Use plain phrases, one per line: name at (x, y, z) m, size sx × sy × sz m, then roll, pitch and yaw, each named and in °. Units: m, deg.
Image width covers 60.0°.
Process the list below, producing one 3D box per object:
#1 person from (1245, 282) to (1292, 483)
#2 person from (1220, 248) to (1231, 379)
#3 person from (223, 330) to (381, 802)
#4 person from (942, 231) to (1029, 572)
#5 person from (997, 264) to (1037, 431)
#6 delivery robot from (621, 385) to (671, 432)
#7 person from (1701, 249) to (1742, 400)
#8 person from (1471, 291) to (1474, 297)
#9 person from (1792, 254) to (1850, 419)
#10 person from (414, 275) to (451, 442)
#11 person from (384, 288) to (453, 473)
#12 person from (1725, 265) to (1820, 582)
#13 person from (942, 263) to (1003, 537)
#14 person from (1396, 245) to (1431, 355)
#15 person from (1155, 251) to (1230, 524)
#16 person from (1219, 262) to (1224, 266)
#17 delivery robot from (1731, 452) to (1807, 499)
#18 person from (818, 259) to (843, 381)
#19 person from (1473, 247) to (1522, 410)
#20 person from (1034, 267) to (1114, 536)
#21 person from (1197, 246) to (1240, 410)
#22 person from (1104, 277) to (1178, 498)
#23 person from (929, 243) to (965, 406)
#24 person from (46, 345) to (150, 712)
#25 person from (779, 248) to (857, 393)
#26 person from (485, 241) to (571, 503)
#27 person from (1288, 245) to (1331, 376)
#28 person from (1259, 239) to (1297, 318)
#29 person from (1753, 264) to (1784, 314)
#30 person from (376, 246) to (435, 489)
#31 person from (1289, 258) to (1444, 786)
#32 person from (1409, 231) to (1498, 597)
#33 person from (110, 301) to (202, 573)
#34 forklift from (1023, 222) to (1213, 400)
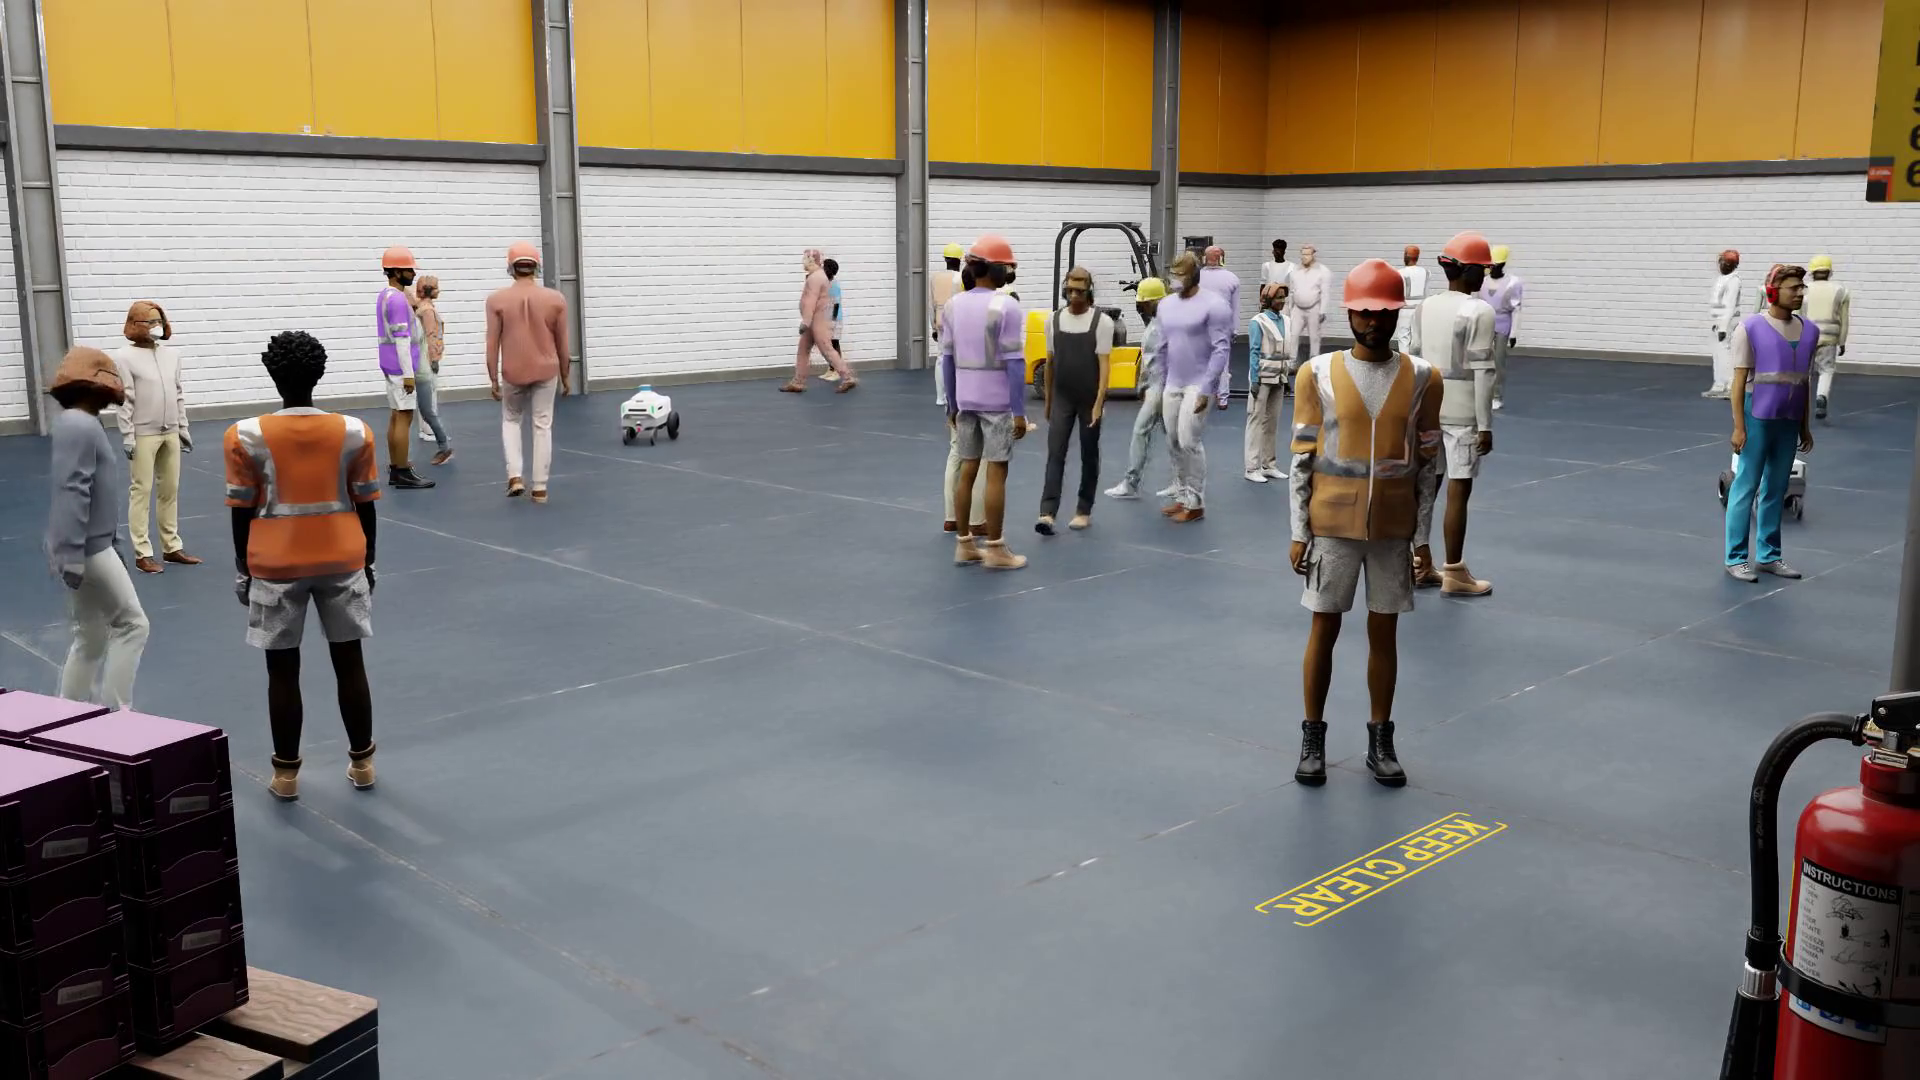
person at (2.554, -1.301, 13.727) m, size 0.515 × 1.641 × 0.315 m, roll -10°, pitch 14°, yaw -42°
person at (3.624, -3.207, 23.570) m, size 0.429 × 1.846 × 0.631 m, roll -4°, pitch 11°, yaw -23°
person at (-2.342, 0.096, 5.985) m, size 0.530 × 1.688 × 0.321 m, roll -7°, pitch 12°, yaw -33°
person at (0.177, -0.832, 10.076) m, size 0.614 × 2.041 × 0.389 m, roll 10°, pitch 14°, yaw 43°
person at (0.356, -1.993, 17.054) m, size 0.870 × 1.818 × 0.621 m, roll -7°, pitch 12°, yaw -33°
delivery robot at (-3.078, -1.281, 16.328) m, size 0.477 × 0.478 × 0.707 m, roll 1°, pitch 10°, yaw 4°
person at (9.492, -2.660, 20.599) m, size 0.376 × 1.853 × 0.674 m, roll 2°, pitch 11°, yaw 13°
person at (7.795, -3.481, 25.280) m, size 0.525 × 1.769 × 0.310 m, roll 7°, pitch 13°, yaw 34°
person at (9.263, -2.174, 17.981) m, size 0.598 × 1.822 × 0.542 m, roll 5°, pitch 11°, yaw 25°
person at (-5.225, -1.780, 16.370) m, size 0.312 × 1.633 × 0.519 m, roll -5°, pitch 11°, yaw -25°
person at (-4.702, -1.394, 14.404) m, size 0.471 × 1.578 × 0.774 m, roll 8°, pitch 13°, yaw 37°
person at (4.767, -0.685, 9.798) m, size 0.565 × 1.850 × 0.390 m, roll -4°, pitch 11°, yaw -19°
person at (0.085, -0.946, 11.234) m, size 0.500 × 1.854 × 0.327 m, roll 8°, pitch 13°, yaw 39°
person at (6.112, -3.052, 22.610) m, size 0.584 × 1.883 × 0.345 m, roll -5°, pitch 12°, yaw -26°
person at (1.638, -1.063, 11.730) m, size 0.529 × 1.902 × 0.653 m, roll -8°, pitch 13°, yaw -37°
person at (3.482, -3.078, 23.086) m, size 0.327 × 1.765 × 0.528 m, roll -2°, pitch 11°, yaw -12°
delivery robot at (5.900, -0.512, 12.137) m, size 0.477 × 0.478 × 0.707 m, roll 2°, pitch 11°, yaw 9°
person at (-1.799, -3.057, 23.148) m, size 0.318 × 1.700 × 0.535 m, roll -4°, pitch 11°, yaw -20°
person at (6.112, -2.411, 19.111) m, size 0.606 × 1.876 × 0.931 m, roll 8°, pitch 13°, yaw 38°
person at (0.756, -0.912, 11.165) m, size 0.505 × 1.801 × 0.918 m, roll 3°, pitch 11°, yaw 17°
person at (2.923, -2.458, 19.338) m, size 0.639 × 1.900 × 0.401 m, roll 0°, pitch 10°, yaw 1°
person at (1.433, -1.146, 12.708) m, size 0.799 × 1.691 × 0.550 m, roll 0°, pitch 10°, yaw 0°
person at (-0.100, -2.537, 19.685) m, size 0.585 × 1.928 × 0.379 m, roll 8°, pitch 13°, yaw 39°
person at (-3.345, 0.055, 6.433) m, size 0.461 × 1.596 × 0.570 m, roll -7°, pitch 13°, yaw -34°
person at (-1.808, -2.807, 21.356) m, size 0.986 × 1.863 × 0.650 m, roll -1°, pitch 10°, yaw -6°
person at (-3.265, -1.268, 12.623) m, size 0.629 × 1.976 × 0.461 m, roll -3°, pitch 11°, yaw -16°
person at (4.947, -3.273, 23.856) m, size 0.648 × 1.878 × 0.846 m, roll 6°, pitch 12°, yaw 30°
person at (5.044, -3.784, 26.400) m, size 0.600 × 1.959 × 0.375 m, roll 4°, pitch 11°, yaw 20°
person at (11.057, -2.924, 22.592) m, size 0.524 × 1.636 × 0.308 m, roll 6°, pitch 12°, yaw 28°
person at (-4.461, -1.379, 13.345) m, size 0.356 × 1.936 × 0.551 m, roll -6°, pitch 12°, yaw -28°
person at (1.482, -0.053, 6.114) m, size 0.544 × 1.939 × 0.354 m, roll 1°, pitch 10°, yaw 4°
person at (2.794, -0.705, 9.380) m, size 0.396 × 2.042 × 0.610 m, roll -5°, pitch 11°, yaw -25°
person at (-4.873, -0.626, 10.070) m, size 0.286 × 1.633 × 0.499 m, roll 4°, pitch 11°, yaw 20°
forklift at (1.935, -2.847, 20.651) m, size 2.313 × 2.155 × 1.214 m, roll 2°, pitch 11°, yaw 13°
